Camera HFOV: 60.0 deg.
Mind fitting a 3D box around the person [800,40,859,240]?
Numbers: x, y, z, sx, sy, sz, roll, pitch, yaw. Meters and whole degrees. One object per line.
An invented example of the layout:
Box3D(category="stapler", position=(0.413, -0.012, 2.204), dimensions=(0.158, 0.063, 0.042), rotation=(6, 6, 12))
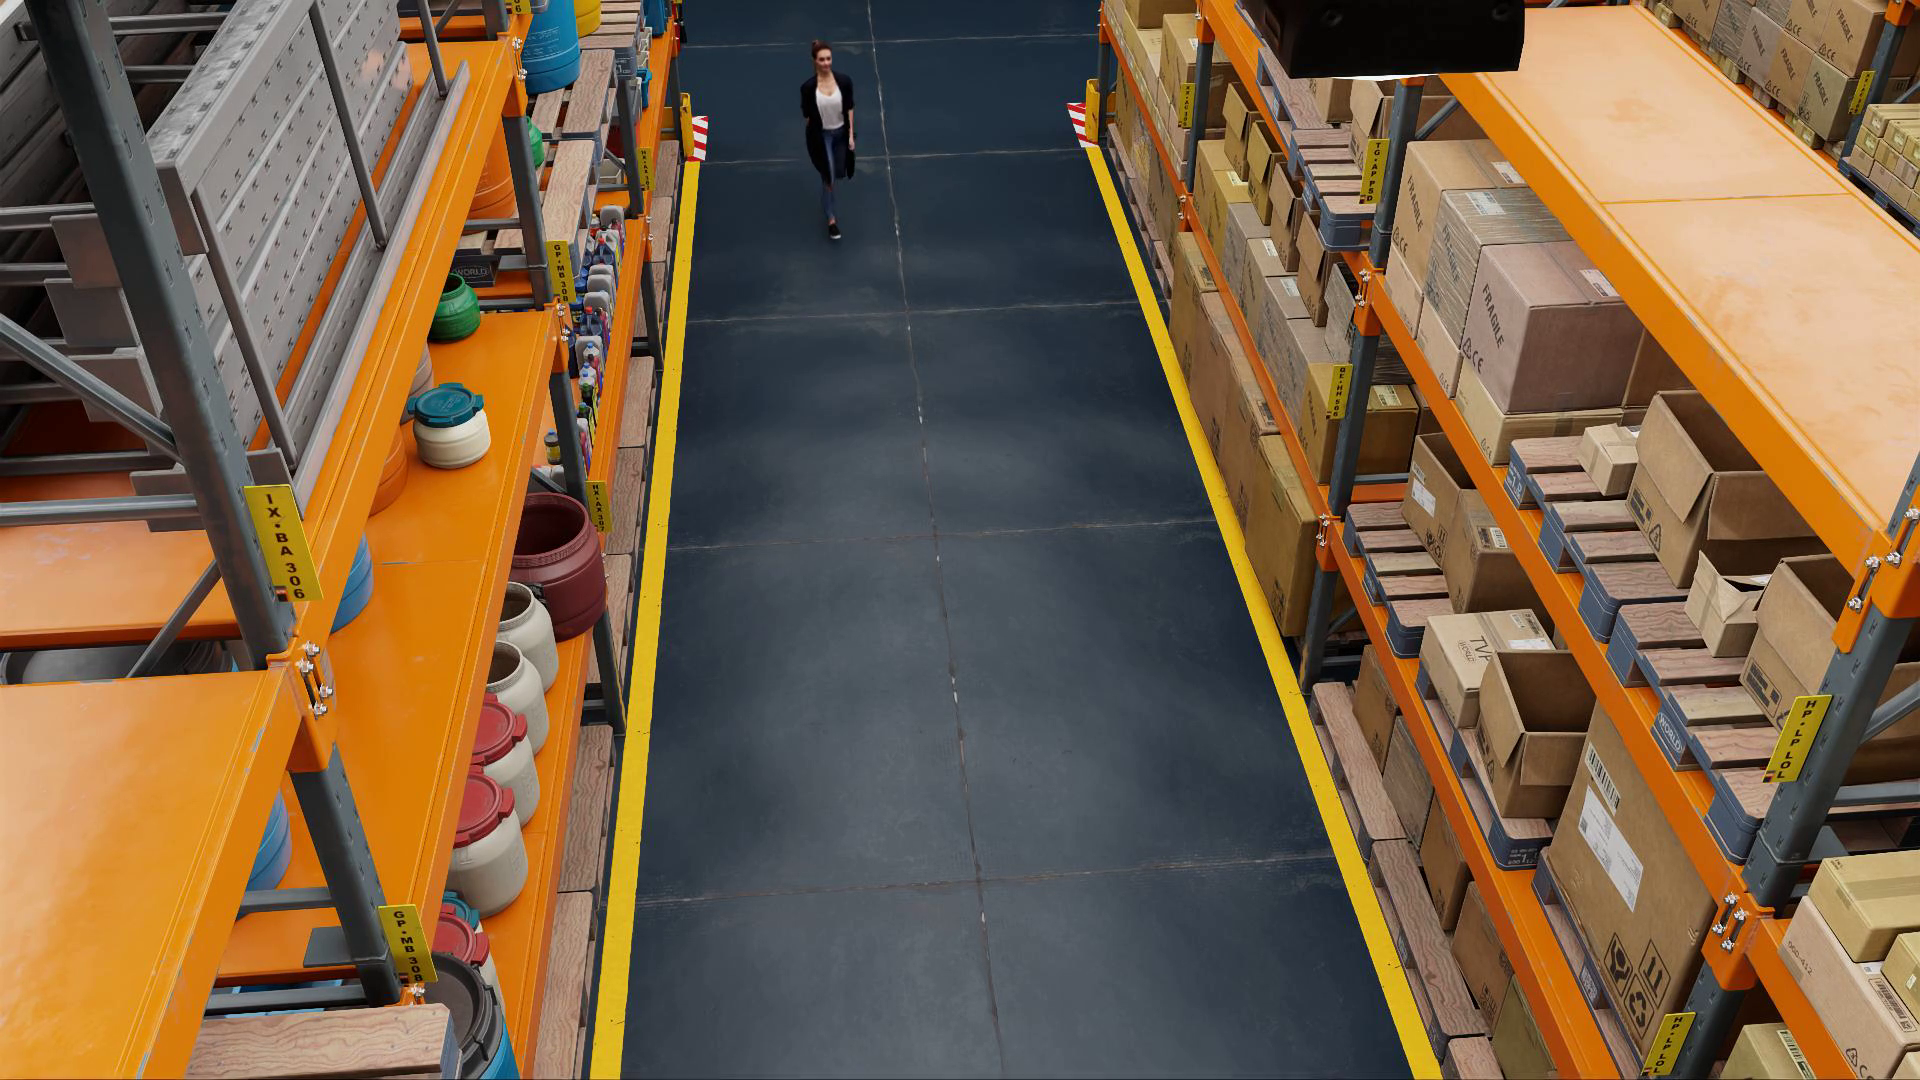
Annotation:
Box3D(category="person", position=(-1.128, -3.462, 14.197), dimensions=(0.776, 1.661, 1.081), rotation=(-10, 38, -13))
